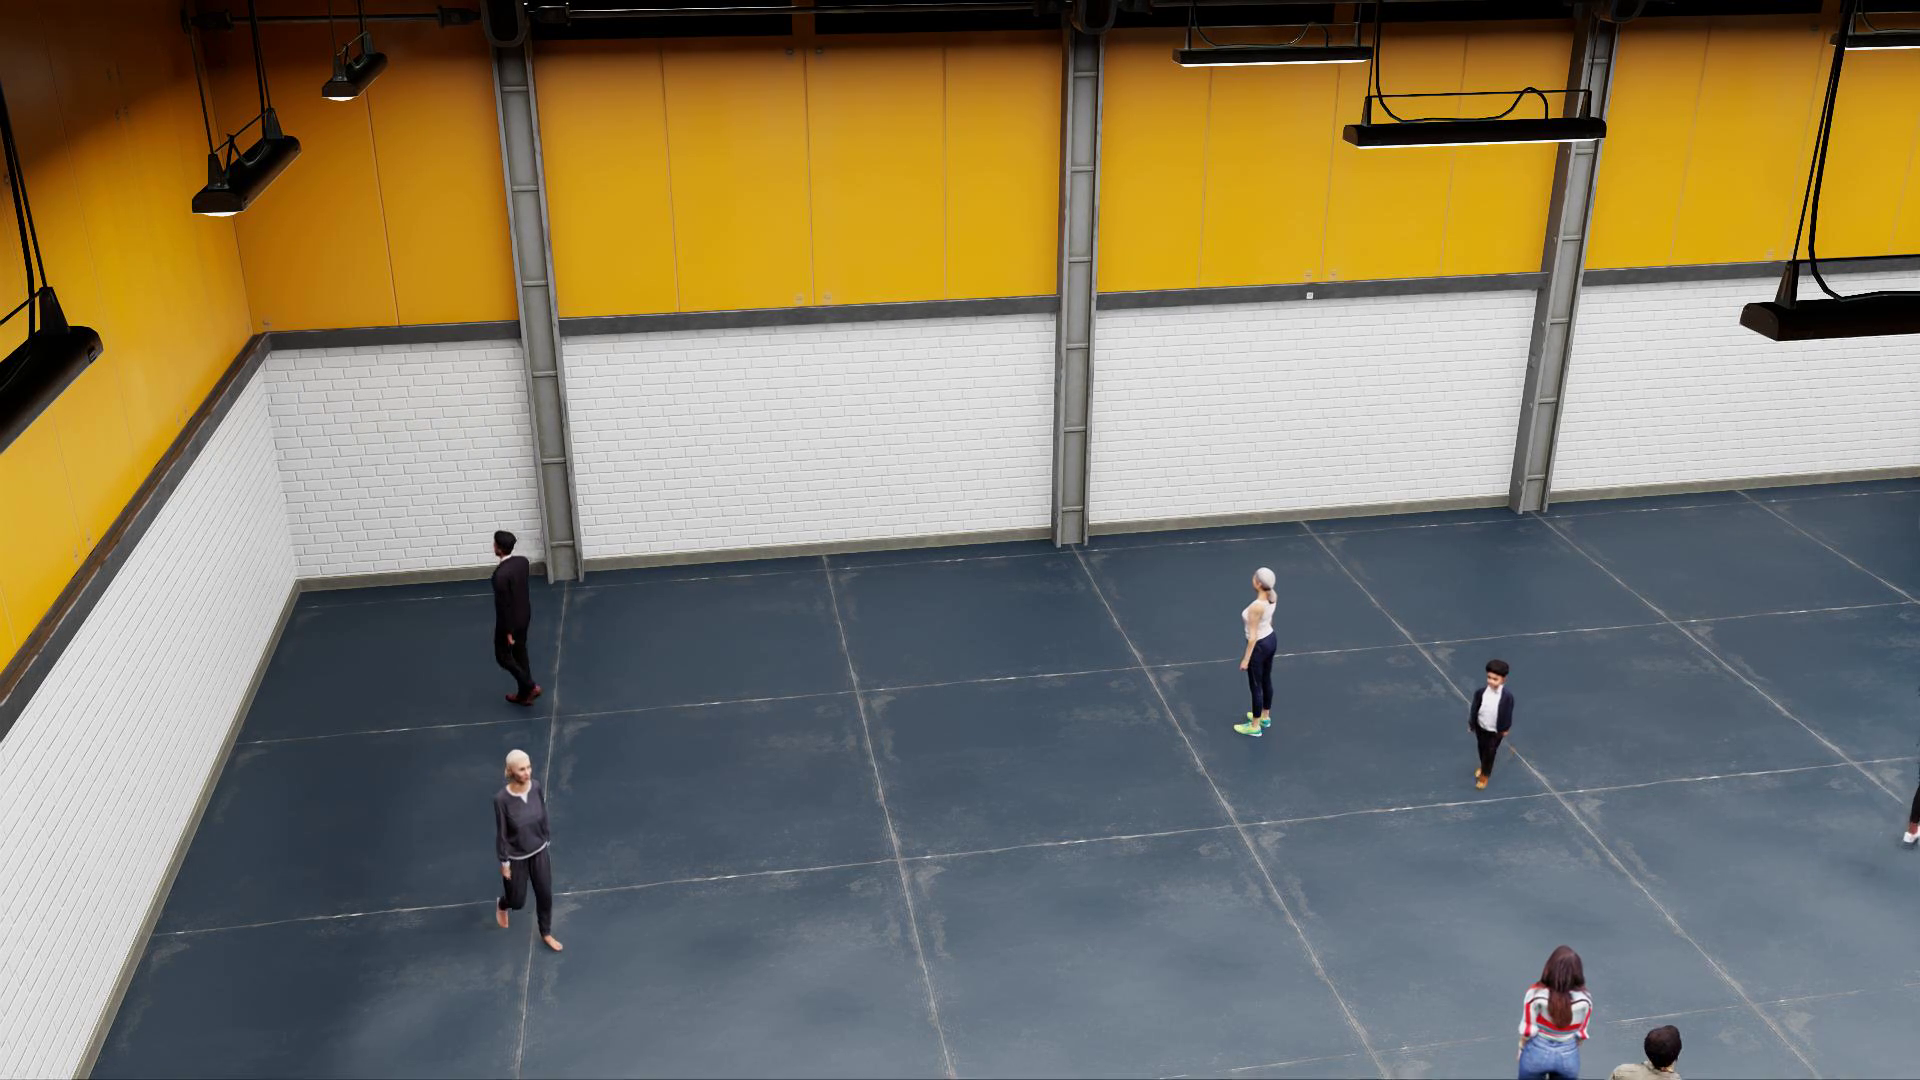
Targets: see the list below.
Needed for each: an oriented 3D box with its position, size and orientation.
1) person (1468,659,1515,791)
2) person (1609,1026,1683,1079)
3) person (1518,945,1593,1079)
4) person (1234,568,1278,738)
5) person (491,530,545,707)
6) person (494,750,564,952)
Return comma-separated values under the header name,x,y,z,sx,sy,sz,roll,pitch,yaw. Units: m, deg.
name,x,y,z,sx,sy,sz,roll,pitch,yaw
person,4.826,1.625,15.080,0.751,1.207,0.816,15,28,31
person,3.954,3.652,9.643,1.093,1.848,1.195,18,29,35
person,3.805,3.322,10.699,0.577,1.609,0.715,4,24,9
person,2.857,1.049,15.782,0.738,1.702,0.673,17,29,33
person,-4.269,0.787,16.170,0.915,1.871,0.871,9,25,19
person,-3.389,2.361,12.770,0.939,1.709,0.920,22,32,40
